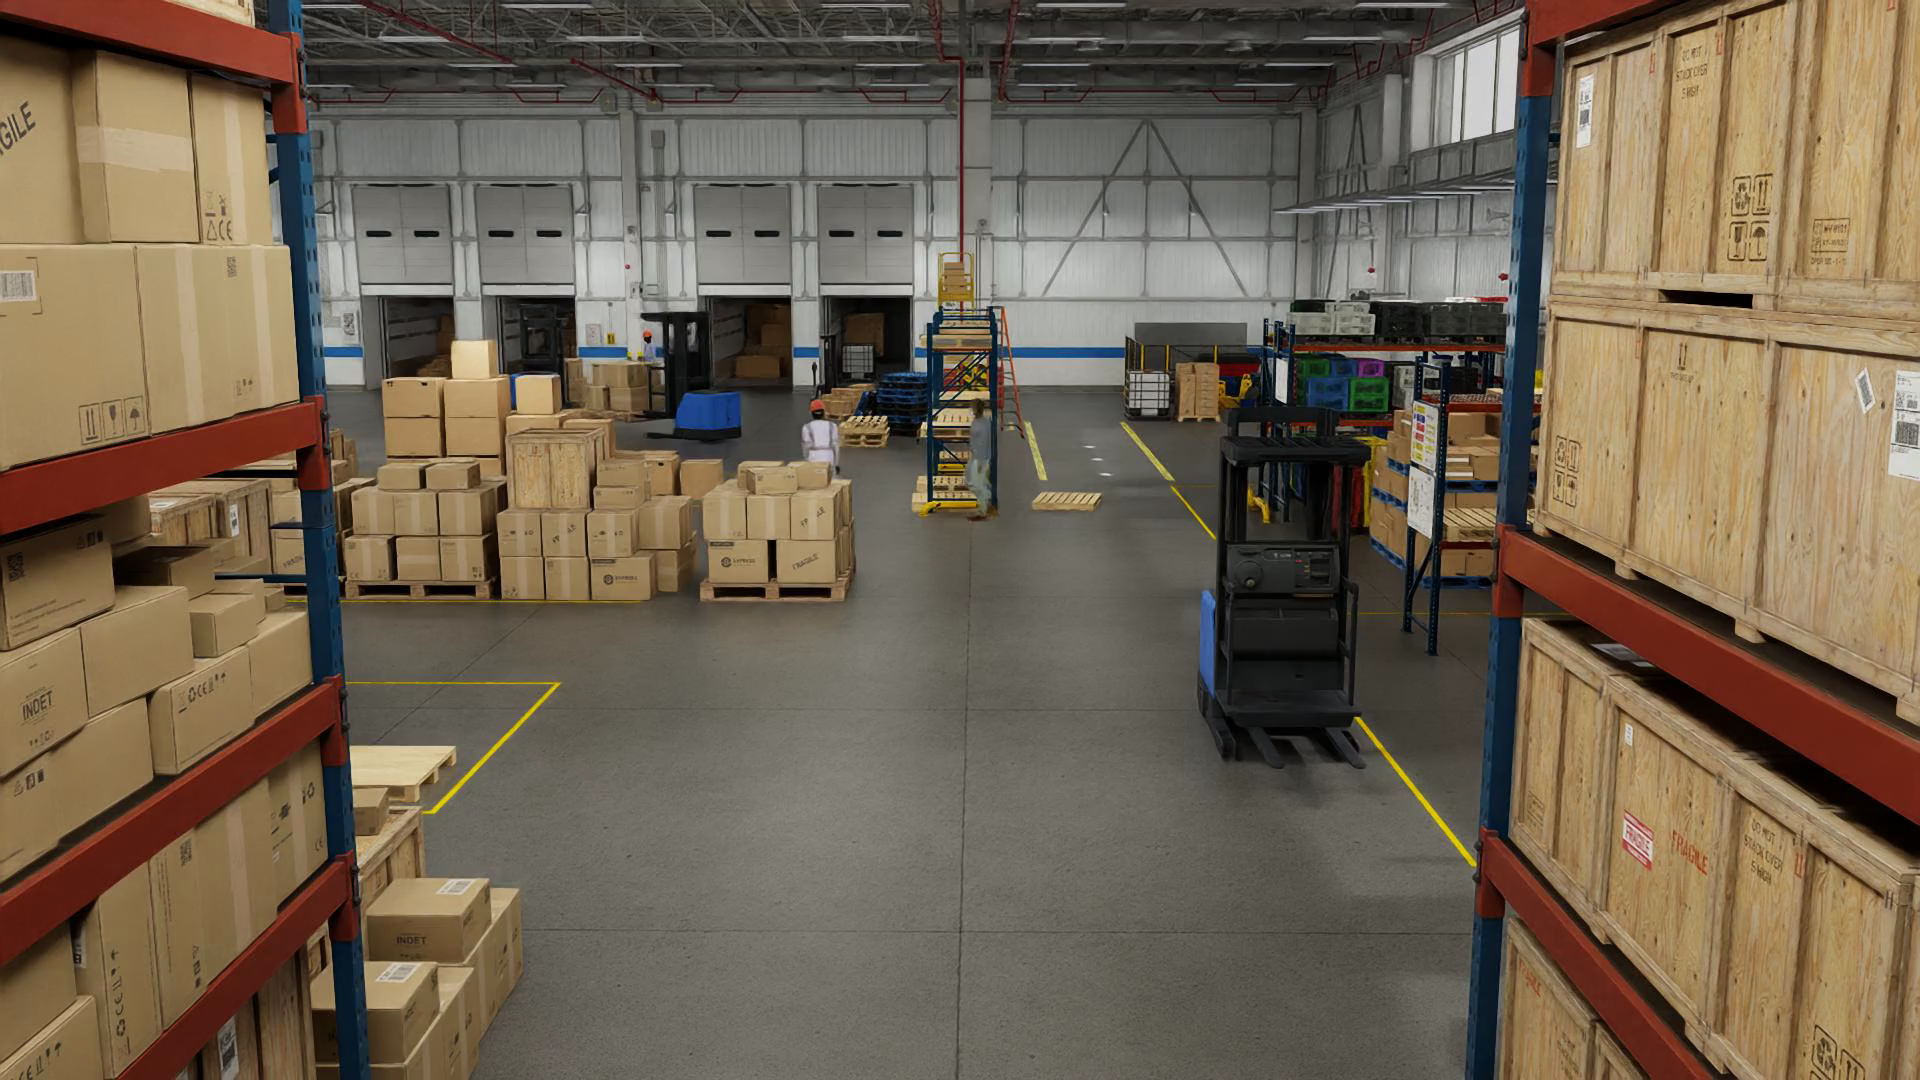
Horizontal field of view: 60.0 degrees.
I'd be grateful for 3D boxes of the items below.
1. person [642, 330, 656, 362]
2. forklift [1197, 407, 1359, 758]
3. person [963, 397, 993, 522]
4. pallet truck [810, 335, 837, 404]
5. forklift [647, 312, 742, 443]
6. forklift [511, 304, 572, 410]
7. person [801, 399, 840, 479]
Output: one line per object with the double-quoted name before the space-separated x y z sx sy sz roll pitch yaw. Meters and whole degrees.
"person" -8.814 -4.972 47.138 0.389 1.930 0.544 -7 12 -37
"forklift" 2.693 0.259 14.208 1.129 2.768 1.873 0 10 1
"person" 0.264 -1.226 25.501 0.430 1.928 0.639 -2 10 -10
"pallet truck" -3.021 -4.312 43.126 1.885 1.965 0.823 3 10 17
"forklift" -5.831 -3.601 36.477 1.873 2.768 1.129 6 12 31
"forklift" -10.724 -4.629 42.411 1.129 2.768 1.873 0 10 1
"person" -2.134 -1.178 25.315 0.546 1.902 0.575 -3 10 -19
